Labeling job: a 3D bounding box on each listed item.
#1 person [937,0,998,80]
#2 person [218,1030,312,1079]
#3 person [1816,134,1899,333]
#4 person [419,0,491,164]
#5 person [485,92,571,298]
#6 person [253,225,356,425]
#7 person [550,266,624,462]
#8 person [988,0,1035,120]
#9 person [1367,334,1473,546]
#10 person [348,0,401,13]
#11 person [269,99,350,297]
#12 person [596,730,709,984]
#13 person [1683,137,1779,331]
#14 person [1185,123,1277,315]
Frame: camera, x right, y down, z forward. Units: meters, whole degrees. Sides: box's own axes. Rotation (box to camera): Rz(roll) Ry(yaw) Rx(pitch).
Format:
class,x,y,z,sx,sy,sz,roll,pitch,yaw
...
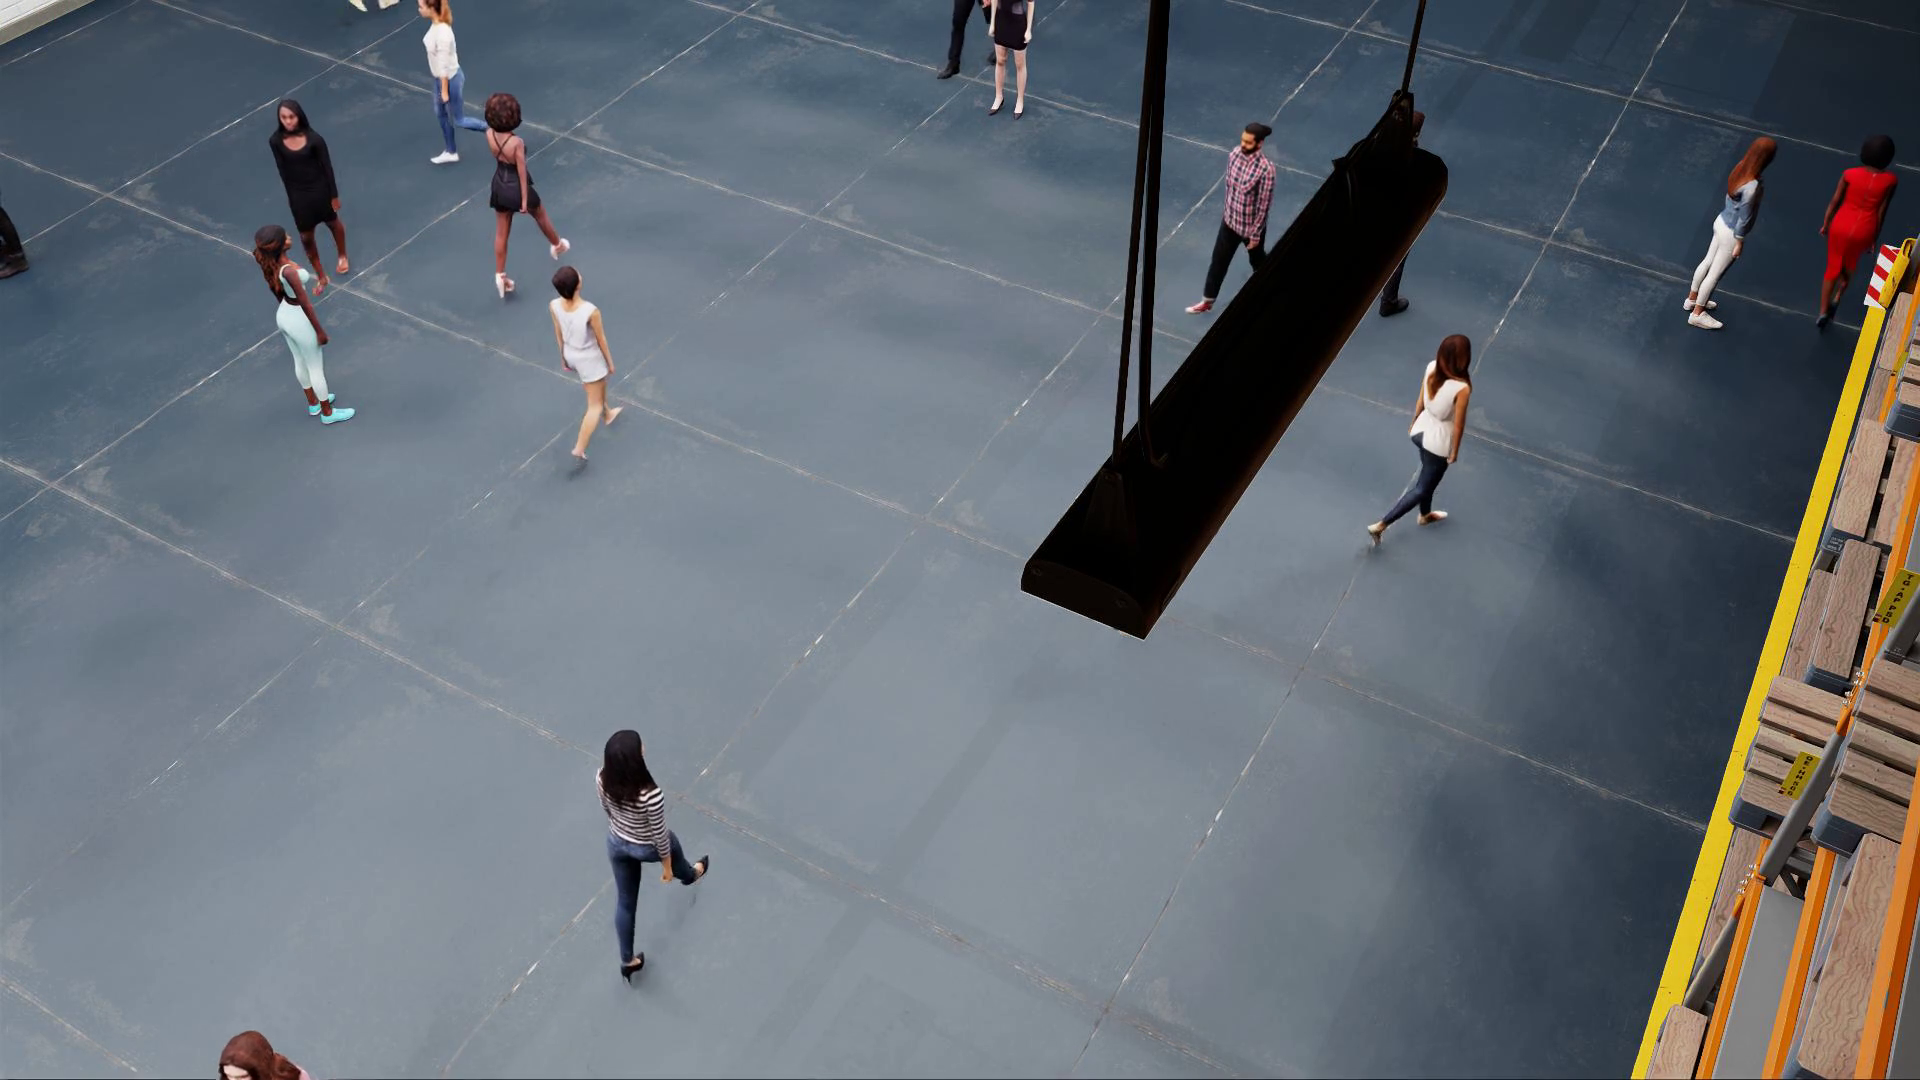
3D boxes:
class,x,y,z,sx,sy,sz,roll,pitch,yaw
person,0.232,-5.613,16.819,0.861,1.789,1.242,30,51,28
person,-3.161,2.789,8.020,0.911,1.762,1.215,6,44,7
person,7.229,-2.434,13.529,0.649,1.724,0.668,17,46,17
person,-4.671,-4.271,15.475,1.094,1.699,0.965,-16,46,-16
person,-3.802,-2.845,13.956,0.651,1.732,1.136,15,46,15
person,-5.054,-1.650,12.707,0.597,1.724,0.580,31,51,28
person,-2.832,-1.312,12.457,0.638,1.579,1.029,16,46,17
person,0.501,-4.981,16.128,0.612,1.829,0.542,15,46,15
person,3.252,-0.670,11.651,1.100,1.761,0.943,-19,47,-19
person,-6.453,-6.461,17.718,0.677,1.777,0.906,31,52,28
person,-5.484,-2.993,14.137,0.882,1.696,0.982,-3,44,-3
person,-1.799,1.767,9.111,0.735,1.737,1.169,15,46,15
person,6.316,-2.541,13.658,0.745,1.701,0.586,6,44,6
person,2.419,-2.661,13.770,1.187,1.722,0.944,-31,52,-28
